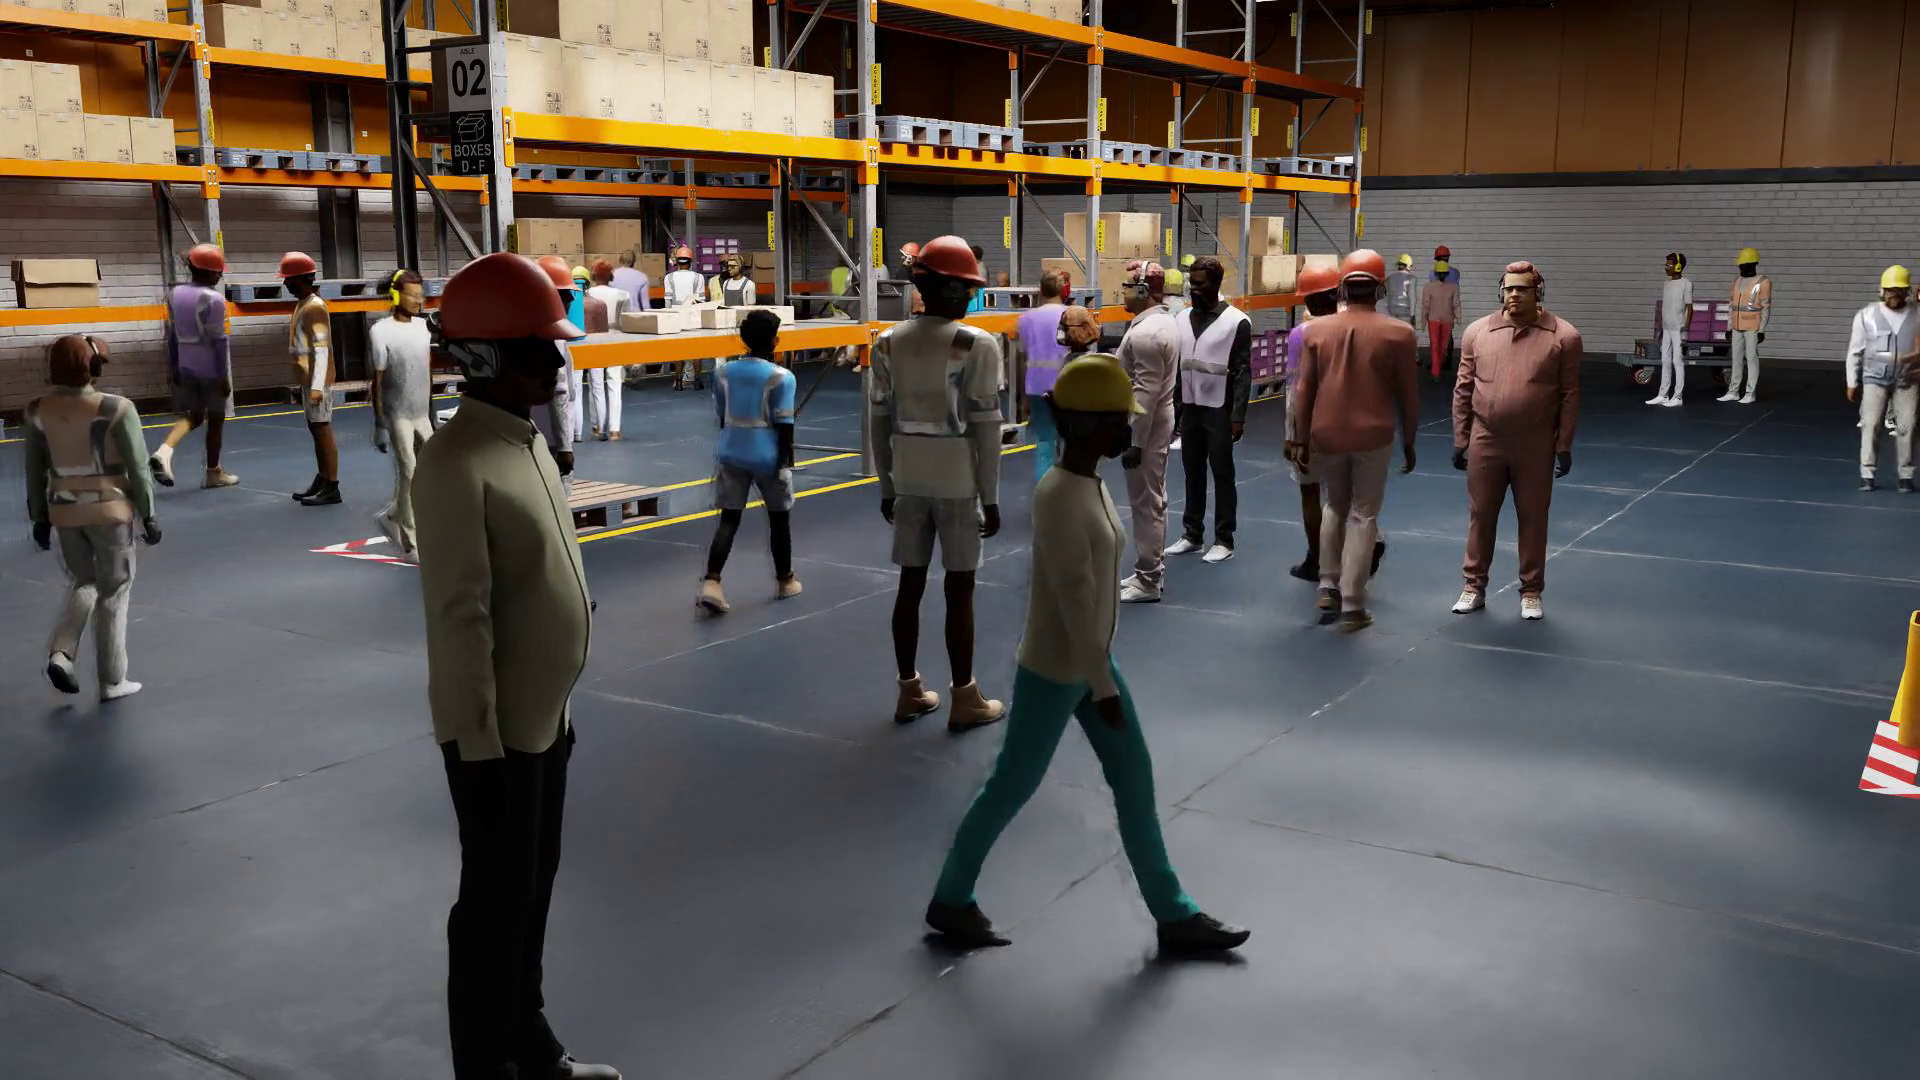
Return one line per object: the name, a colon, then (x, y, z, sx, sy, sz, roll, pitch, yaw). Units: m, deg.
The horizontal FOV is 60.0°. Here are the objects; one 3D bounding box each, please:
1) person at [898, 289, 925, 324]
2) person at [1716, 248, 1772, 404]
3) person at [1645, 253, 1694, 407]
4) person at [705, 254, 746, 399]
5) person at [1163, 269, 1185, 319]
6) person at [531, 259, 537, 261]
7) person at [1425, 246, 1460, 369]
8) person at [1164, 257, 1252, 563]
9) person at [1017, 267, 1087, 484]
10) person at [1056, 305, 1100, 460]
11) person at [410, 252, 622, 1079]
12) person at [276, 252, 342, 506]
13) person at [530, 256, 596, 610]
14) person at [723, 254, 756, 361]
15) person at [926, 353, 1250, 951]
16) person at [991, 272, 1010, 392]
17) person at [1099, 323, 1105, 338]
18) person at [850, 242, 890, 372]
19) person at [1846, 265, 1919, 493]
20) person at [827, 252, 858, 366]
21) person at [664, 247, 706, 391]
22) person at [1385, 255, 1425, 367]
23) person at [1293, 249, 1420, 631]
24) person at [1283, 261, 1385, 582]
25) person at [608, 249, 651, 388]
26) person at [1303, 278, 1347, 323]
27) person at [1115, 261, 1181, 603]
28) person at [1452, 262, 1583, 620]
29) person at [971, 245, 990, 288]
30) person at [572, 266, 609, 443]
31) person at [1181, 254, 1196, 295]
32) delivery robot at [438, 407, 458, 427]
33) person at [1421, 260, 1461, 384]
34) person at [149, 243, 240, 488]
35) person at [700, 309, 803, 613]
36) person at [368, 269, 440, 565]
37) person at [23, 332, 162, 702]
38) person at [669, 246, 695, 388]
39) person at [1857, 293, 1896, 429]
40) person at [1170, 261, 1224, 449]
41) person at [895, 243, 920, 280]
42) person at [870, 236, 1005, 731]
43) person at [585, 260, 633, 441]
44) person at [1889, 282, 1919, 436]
person: (-0.287, -1.227, 13.542, 0.514, 1.639, 0.311, 1, 10, 3)
person: (9.759, -2.652, 20.655, 0.383, 1.921, 0.585, -4, 11, -20)
person: (8.690, -2.554, 20.279, 0.323, 1.864, 0.521, -3, 11, -14)
person: (-2.983, -2.720, 21.284, 0.667, 1.839, 0.429, 3, 11, 14)
person: (2.192, -1.969, 17.418, 0.506, 1.722, 0.431, 7, 12, 32)
person: (-3.945, -1.688, 15.532, 0.429, 1.846, 0.625, -1, 10, -5)
person: (7.538, -3.630, 26.060, 0.542, 1.928, 0.374, -4, 11, -22)
person: (1.578, -0.821, 10.518, 0.373, 1.917, 0.595, -9, 13, -40)
person: (0.677, -1.015, 11.828, 0.600, 1.831, 0.438, 7, 12, 32)
person: (0.694, -0.595, 10.049, 0.282, 1.636, 0.498, -3, 11, -17)
person: (-0.972, 0.382, 3.639, 0.381, 1.994, 0.622, 0, 10, 0)
person: (-4.981, -1.227, 12.734, 0.376, 1.931, 0.542, -6, 12, -29)
person: (-2.214, -0.567, 9.058, 0.373, 1.934, 0.551, -6, 12, -31)
person: (-2.755, -2.609, 20.630, 0.506, 1.846, 0.346, 6, 12, 31)
person: (0.322, 0.340, 4.655, 0.923, 1.721, 0.527, 4, 11, 20)
person: (0.589, -2.807, 22.434, 0.516, 1.589, 0.893, -1, 10, -4)
person: (1.568, -2.772, 21.489, 0.502, 1.865, 0.742, -10, 14, -43)
person: (-1.429, -3.576, 25.443, 0.687, 2.000, 0.535, 6, 12, 28)
person: (7.503, -1.297, 13.431, 0.625, 1.822, 0.421, 4, 11, 23)
person: (-1.844, -3.719, 26.849, 0.628, 1.829, 0.454, 6, 12, 32)
person: (-3.694, -2.972, 22.415, 0.552, 1.924, 0.379, -1, 10, -6)
person: (7.003, -3.579, 26.160, 0.889, 1.783, 0.602, -9, 14, -41)
person: (2.084, -0.526, 8.735, 0.606, 1.973, 0.611, 7, 12, 33)
person: (2.165, -0.657, 9.647, 0.554, 1.910, 0.671, -4, 11, -21)
person: (-4.520, -2.989, 22.573, 0.649, 1.911, 0.713, -2, 10, -12)
person: (3.569, -1.721, 16.117, 0.531, 1.698, 0.320, 5, 11, 26)
person: (1.014, -0.603, 9.342, 0.410, 1.909, 0.642, 2, 10, 13)
person: (2.960, -0.528, 8.927, 0.651, 1.907, 0.409, 5, 11, 26)
person: (0.311, -3.845, 27.222, 0.354, 1.937, 0.639, -2, 10, -10)
person: (-3.782, -1.858, 16.685, 0.526, 1.769, 0.330, -4, 11, -20)
person: (3.473, -3.520, 25.771, 0.795, 1.809, 0.606, -9, 13, -40)
delivery robot: (-4.614, -1.152, 15.872, 0.477, 0.478, 0.707, 8, 13, 37)
person: (6.856, -3.119, 23.731, 0.526, 1.737, 0.764, 0, 10, 1)
person: (-6.145, -1.372, 13.346, 0.637, 1.999, 0.724, 5, 11, 27)
person: (-1.153, -0.433, 9.097, 0.529, 1.658, 0.851, 3, 11, 19)
person: (-3.466, -0.759, 10.368, 0.473, 1.845, 0.551, 5, 11, 24)
person: (-3.772, -0.087, 7.256, 0.522, 1.625, 0.388, 2, 10, 9)
person: (-3.808, -3.061, 22.876, 0.379, 1.940, 0.629, 0, 10, -2)
person: (9.979, -2.018, 17.945, 0.497, 1.632, 0.289, 5, 11, 26)
person: (2.422, -1.816, 16.277, 0.527, 1.839, 0.916, 10, 14, 44)
person: (-0.668, -2.892, 21.807, 0.393, 1.986, 0.611, -2, 10, -12)
person: (-0.079, -0.231, 6.923, 0.609, 2.036, 0.403, 6, 12, 32)
person: (-3.609, -1.927, 16.939, 0.592, 1.829, 0.932, -3, 11, -16)
person: (9.878, -1.865, 17.092, 0.507, 1.631, 0.273, 10, 14, 43)
